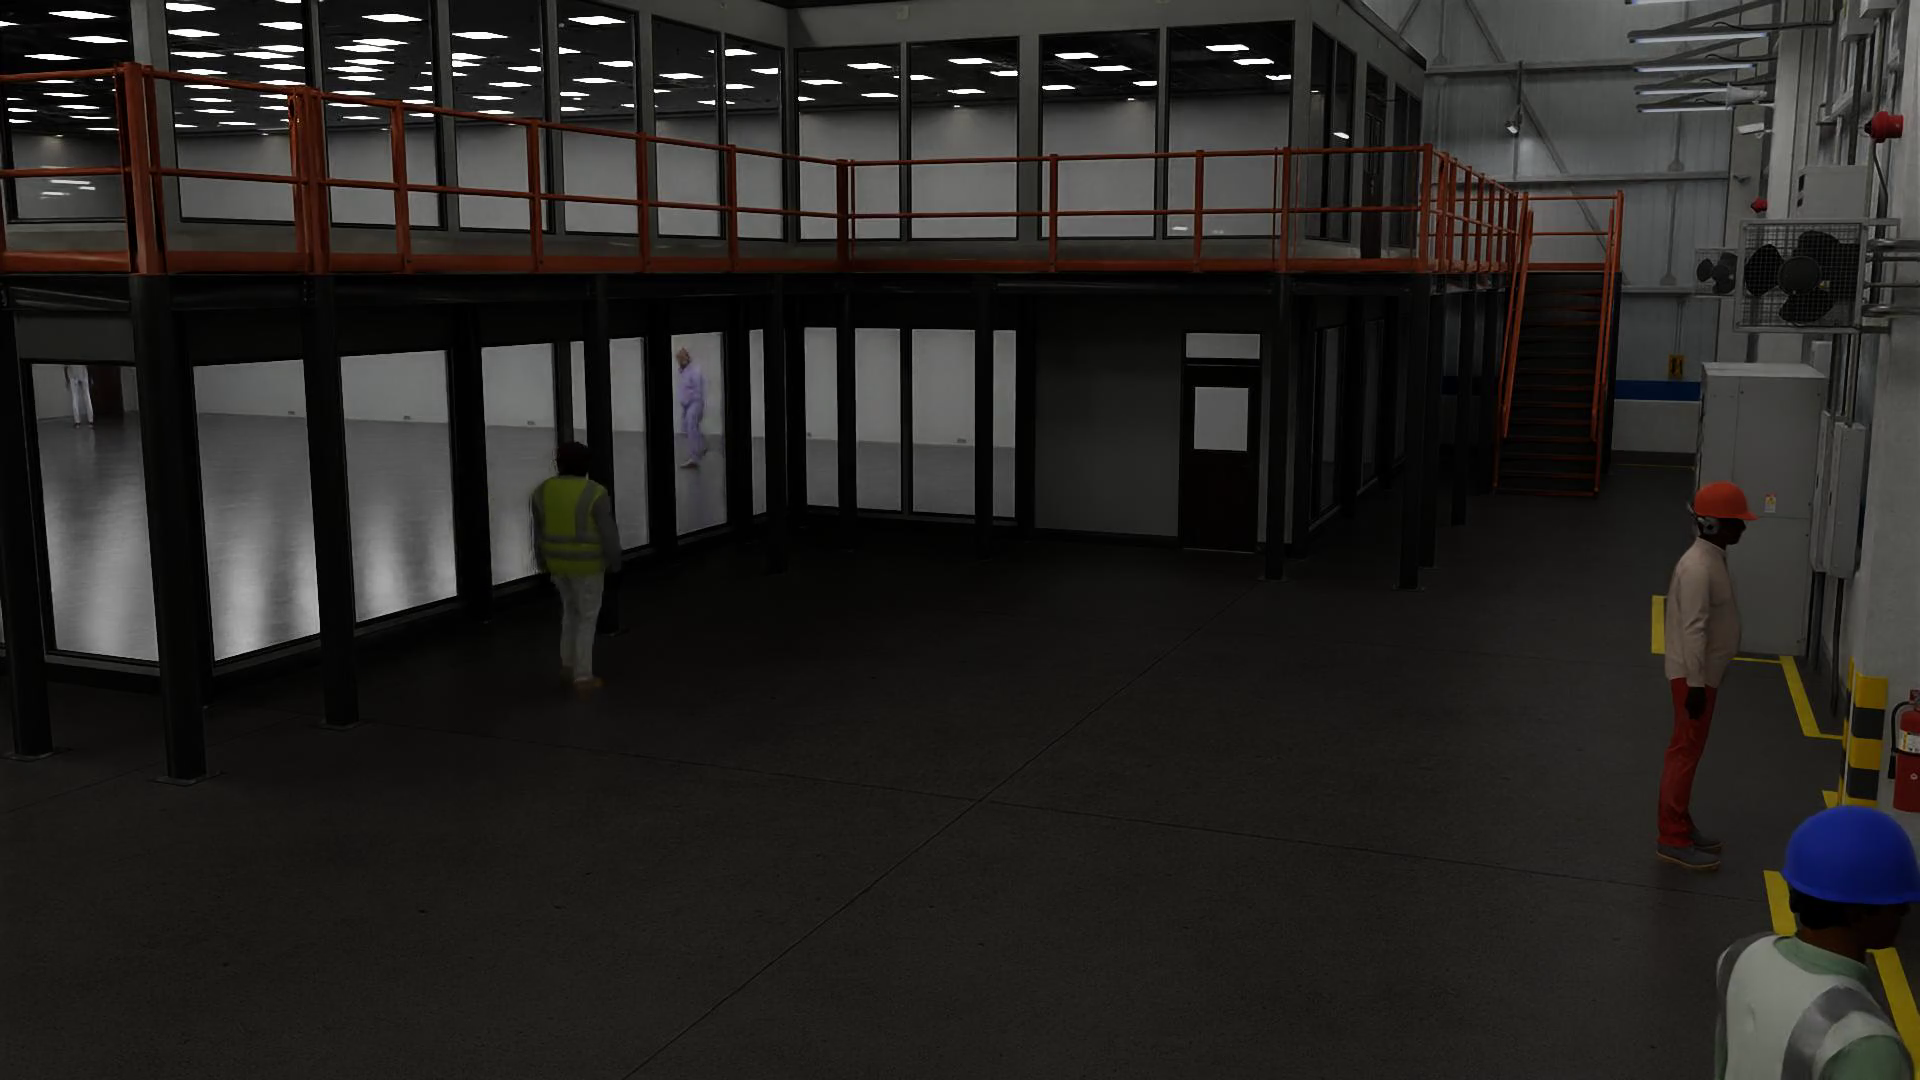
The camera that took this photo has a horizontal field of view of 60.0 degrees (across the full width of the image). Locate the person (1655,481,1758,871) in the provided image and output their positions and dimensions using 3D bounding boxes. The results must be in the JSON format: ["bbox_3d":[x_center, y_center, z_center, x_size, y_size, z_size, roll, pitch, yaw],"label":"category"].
[{"bbox_3d":[3.837,0.683,8.579,0.397,1.992,0.621,5,10,28],"label":"person"}]

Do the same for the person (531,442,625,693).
[{"bbox_3d":[-2.751,0.197,12.126,0.626,1.831,0.539,4,10,23],"label":"person"}]

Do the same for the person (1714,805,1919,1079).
[{"bbox_3d":[1.828,1.516,3.585,0.391,1.949,0.602,0,9,0],"label":"person"}]
